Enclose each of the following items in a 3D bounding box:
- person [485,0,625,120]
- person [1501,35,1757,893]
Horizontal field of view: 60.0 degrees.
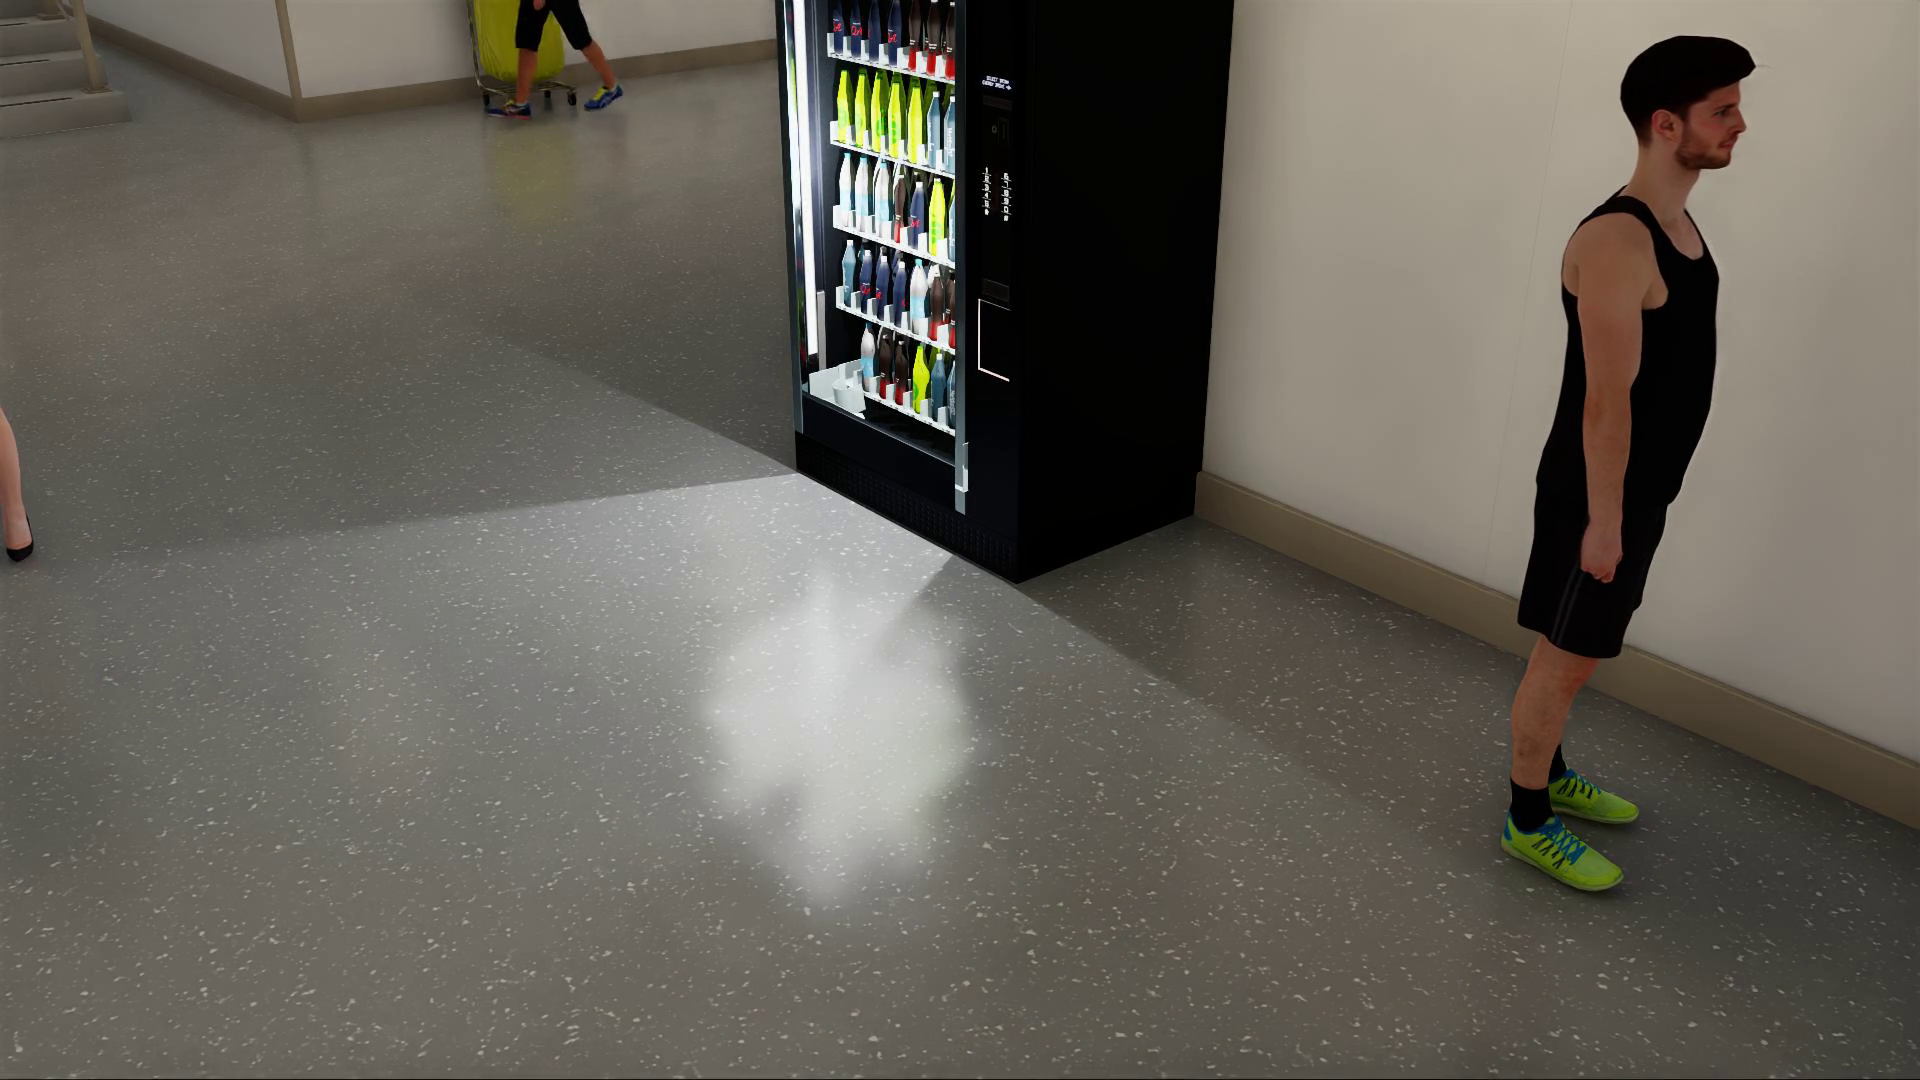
[{"bbox_3d":[-2.707,-3.774,11.295,0.833,1.817,1.204,-15,30,-28],"label":"person"},{"bbox_3d":[1.436,-0.139,3.671,0.724,1.892,0.751,13,29,25],"label":"person"}]
